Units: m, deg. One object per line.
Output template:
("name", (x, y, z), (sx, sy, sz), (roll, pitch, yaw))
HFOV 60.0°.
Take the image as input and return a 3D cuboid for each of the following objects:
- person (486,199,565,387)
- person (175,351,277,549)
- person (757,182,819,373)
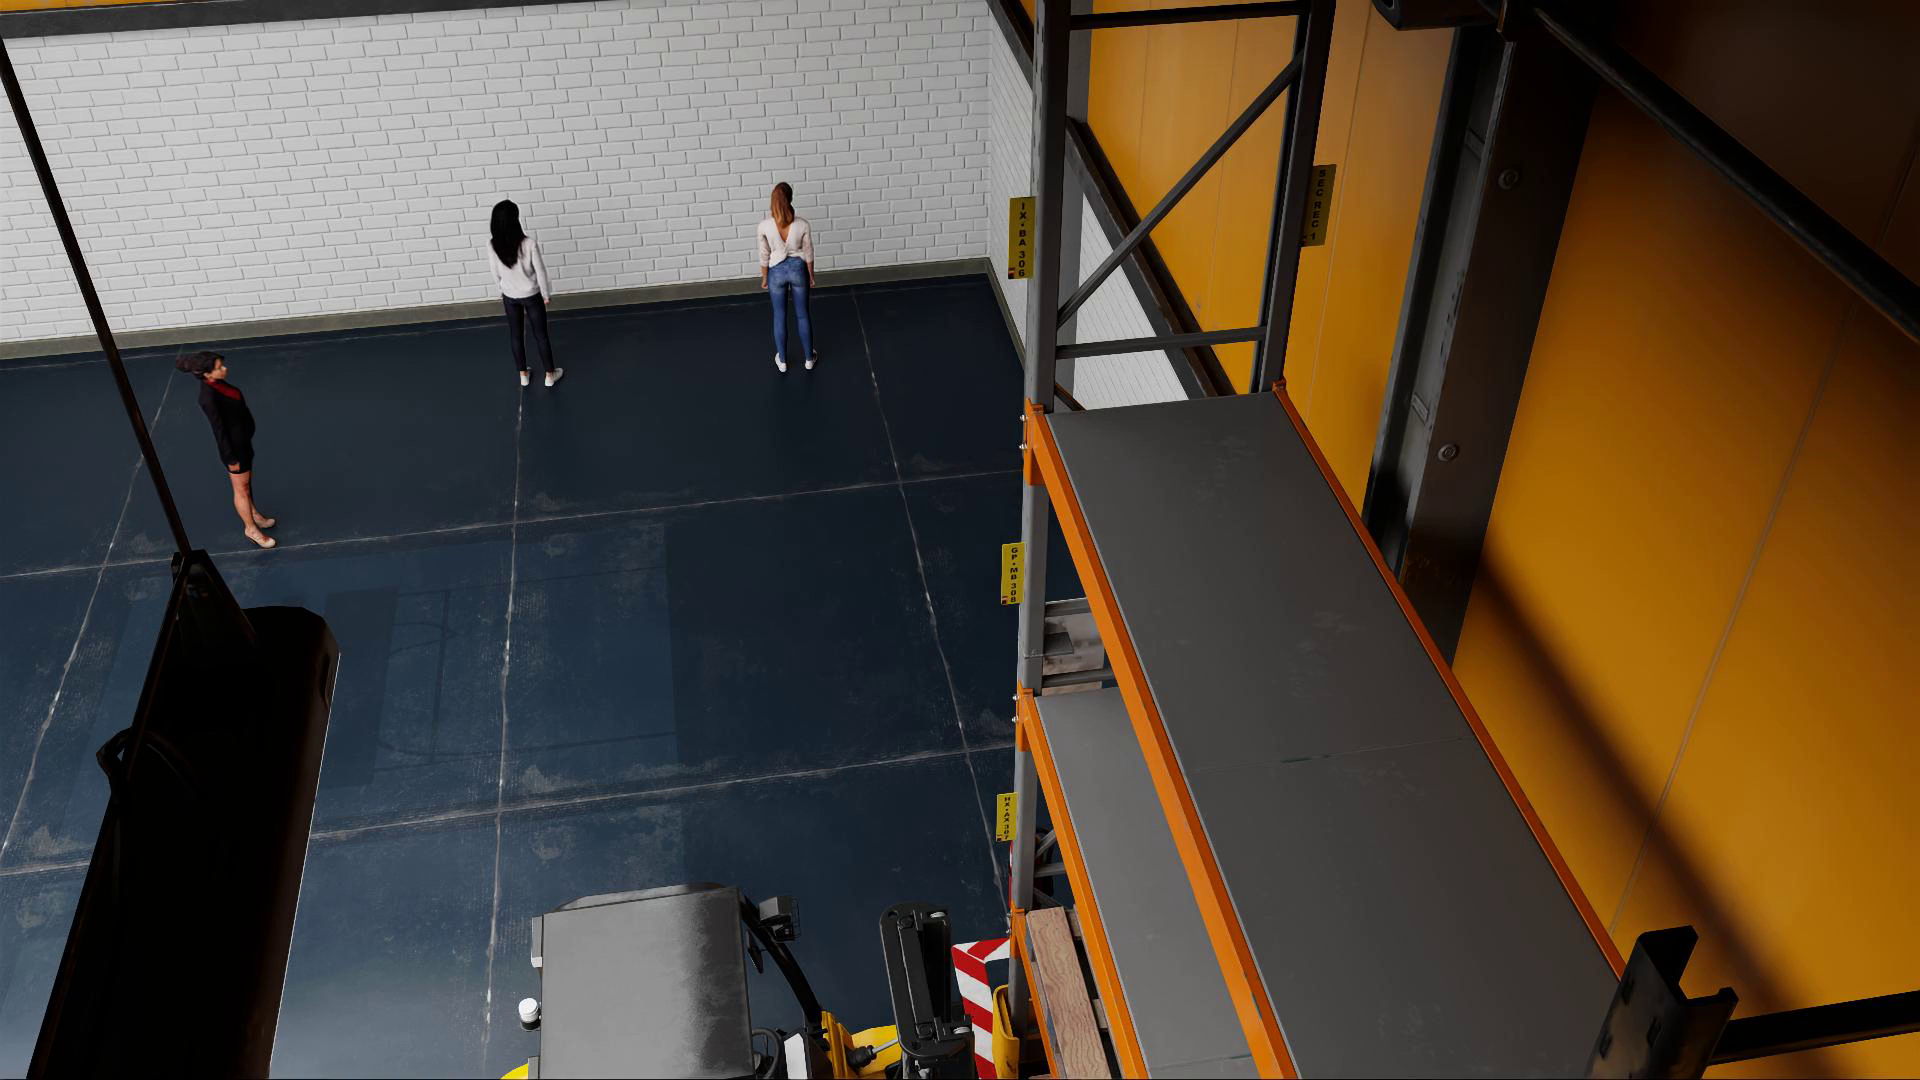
("person", (-3.651, -2.049, 13.842), (0.670, 1.700, 0.638), (4, 39, 6))
("person", (-5.304, -0.675, 12.170), (0.667, 1.640, 0.579), (-11, 40, -13))
("person", (-1.451, -2.215, 14.035), (0.619, 1.719, 0.521), (-4, 39, -5))
